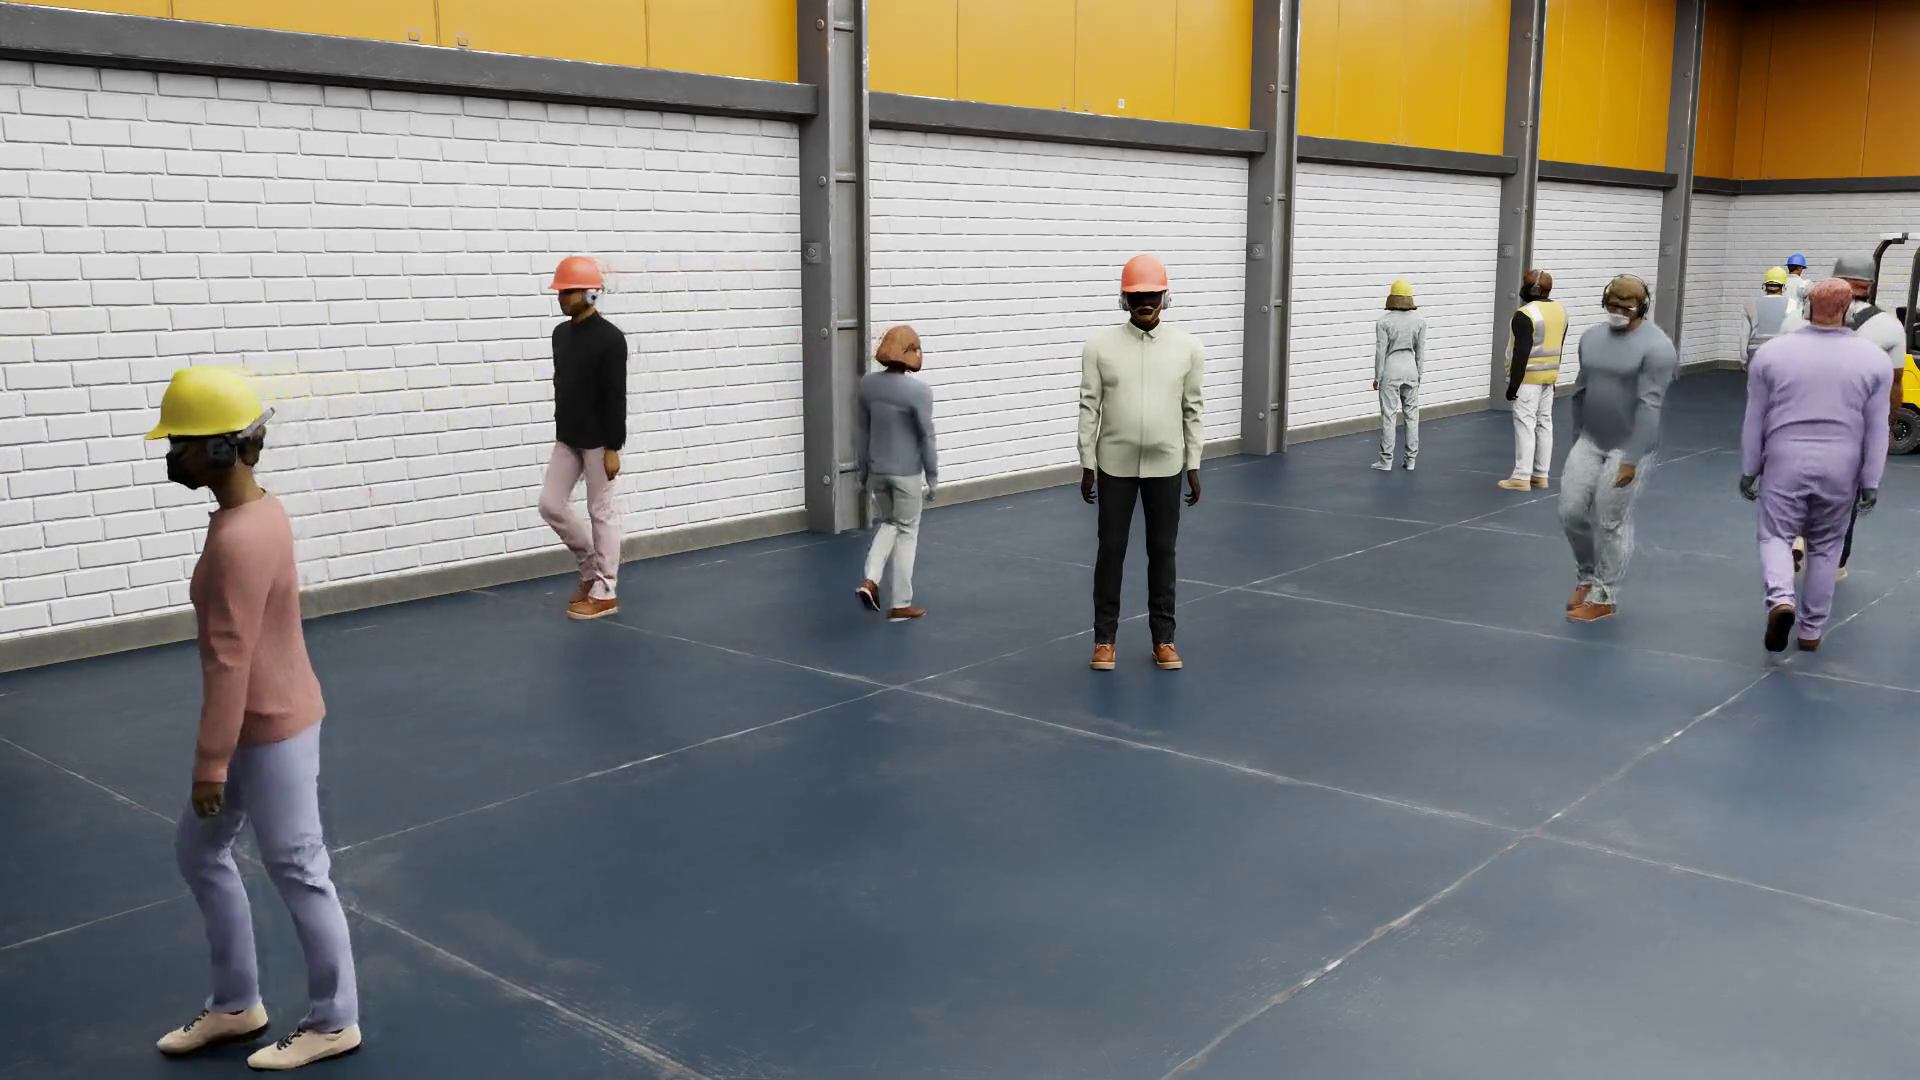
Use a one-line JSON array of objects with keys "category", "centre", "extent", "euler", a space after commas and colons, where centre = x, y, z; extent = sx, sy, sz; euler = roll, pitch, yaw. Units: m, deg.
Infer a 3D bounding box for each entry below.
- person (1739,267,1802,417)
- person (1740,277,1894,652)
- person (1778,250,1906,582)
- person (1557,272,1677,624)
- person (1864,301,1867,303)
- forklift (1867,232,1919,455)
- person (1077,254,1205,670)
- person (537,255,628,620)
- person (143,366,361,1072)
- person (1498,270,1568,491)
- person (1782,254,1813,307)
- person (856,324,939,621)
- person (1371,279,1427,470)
[{"category": "person", "centre": [8.362, -1.892, 17.167], "extent": [0.588, 1.833, 0.404], "euler": [5, 11, 28]}, {"category": "person", "centre": [4.214, -0.348, 8.220], "extent": [0.654, 1.886, 0.654], "euler": [4, 11, 23]}, {"category": "person", "centre": [5.323, -0.753, 10.093], "extent": [0.708, 2.000, 0.536], "euler": [7, 12, 35]}, {"category": "person", "centre": [3.467, -0.469, 8.887], "extent": [0.479, 1.902, 0.671], "euler": [-6, 11, -29]}, {"category": "person", "centre": [9.632, -2.042, 18.052], "extent": [0.502, 1.813, 0.610], "euler": [-2, 10, -8]}, {"category": "forklift", "centre": [9.955, -1.972, 16.595], "extent": [2.313, 2.155, 1.214], "euler": [1, 10, 8]}, {"category": "person", "centre": [0.870, -0.363, 8.001], "extent": [0.612, 1.995, 0.382], "euler": [0, 10, -1]}, {"category": "person", "centre": [-2.046, -0.546, 9.068], "extent": [0.642, 1.982, 0.435], "euler": [8, 13, 40]}, {"category": "person", "centre": [-1.786, 0.459, 3.998], "extent": [0.621, 1.742, 0.554], "euler": [-4, 11, -21]}, {"category": "person", "centre": [4.801, -1.338, 13.982], "extent": [0.633, 1.845, 0.429], "euler": [-8, 13, -37]}, {"category": "person", "centre": [11.658, -3.029, 23.346], "extent": [0.402, 1.938, 0.602], "euler": [-8, 13, -40]}, {"category": "person", "centre": [-0.336, -0.357, 9.032], "extent": [0.525, 1.618, 0.369], "euler": [7, 12, 36]}, {"category": "person", "centre": [4.007, -1.505, 15.220], "extent": [0.486, 1.744, 0.294], "euler": [-2, 10, -12]}]
